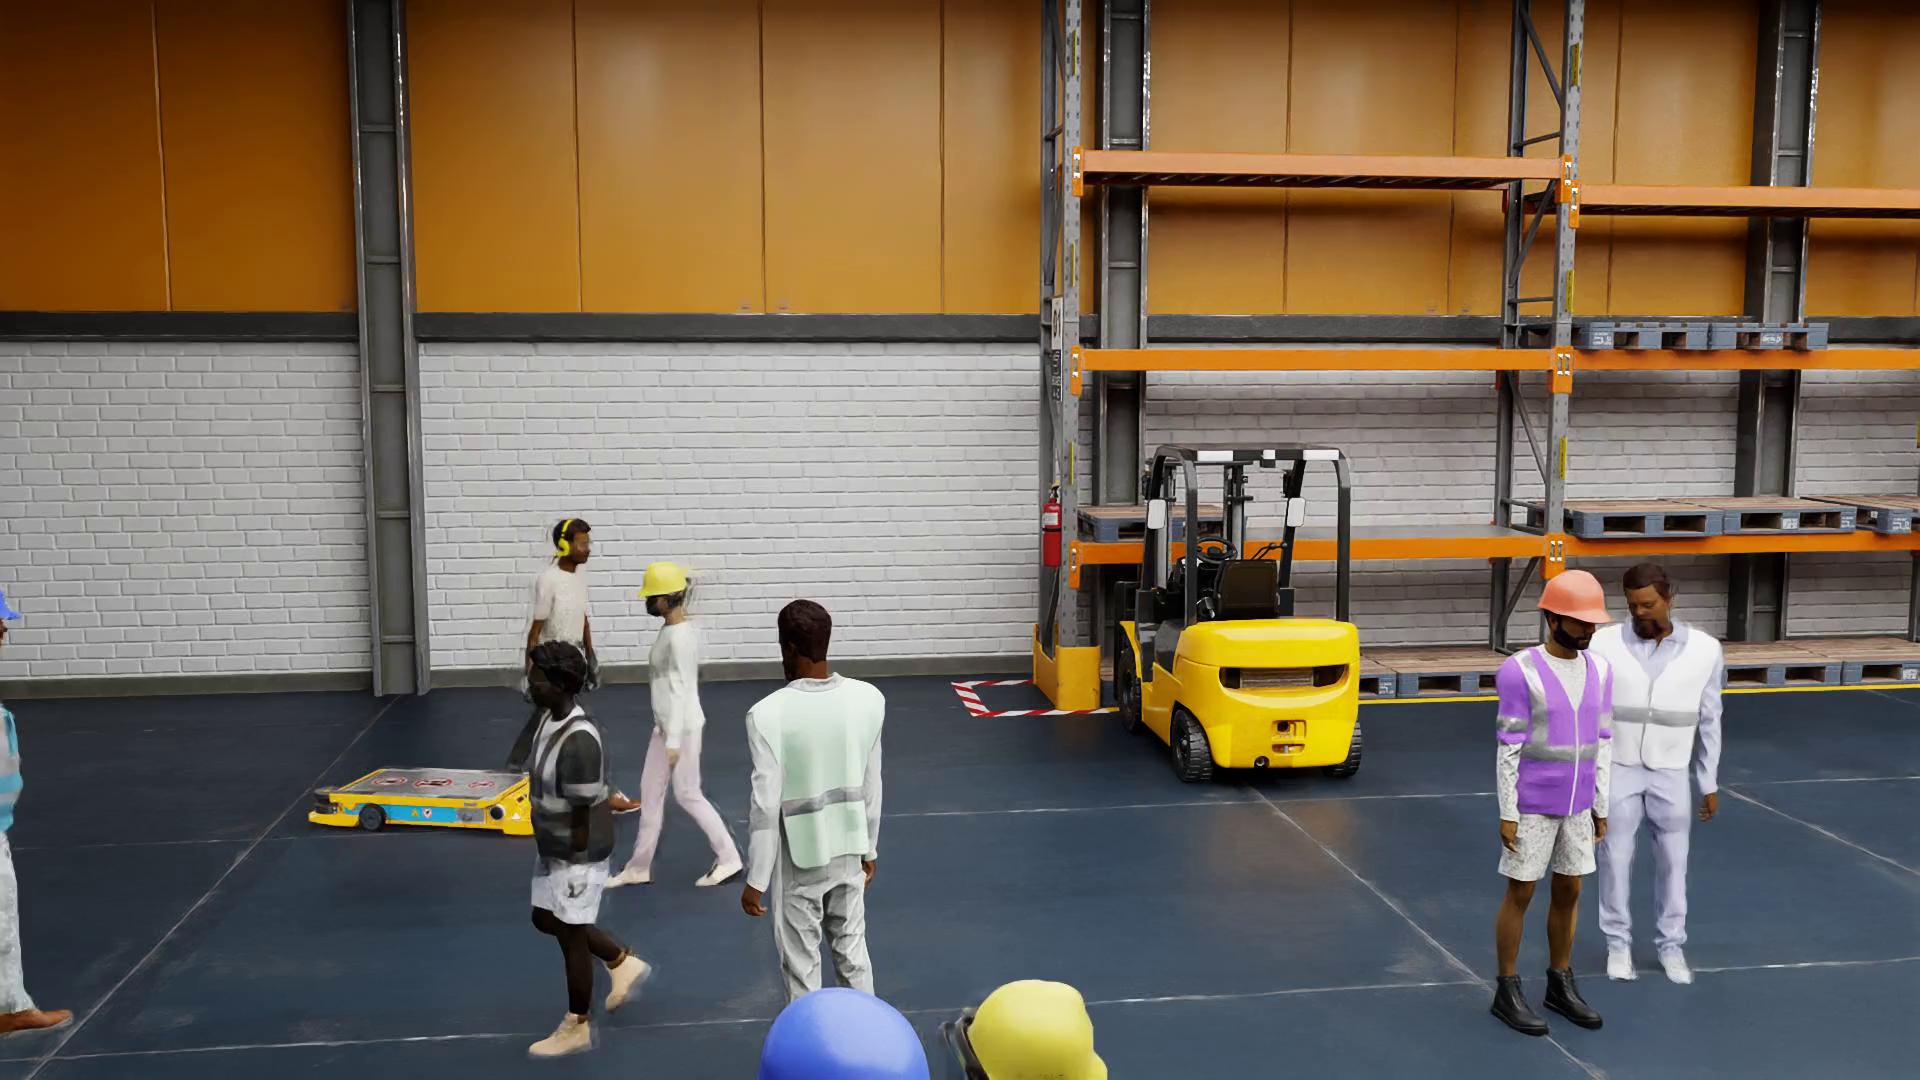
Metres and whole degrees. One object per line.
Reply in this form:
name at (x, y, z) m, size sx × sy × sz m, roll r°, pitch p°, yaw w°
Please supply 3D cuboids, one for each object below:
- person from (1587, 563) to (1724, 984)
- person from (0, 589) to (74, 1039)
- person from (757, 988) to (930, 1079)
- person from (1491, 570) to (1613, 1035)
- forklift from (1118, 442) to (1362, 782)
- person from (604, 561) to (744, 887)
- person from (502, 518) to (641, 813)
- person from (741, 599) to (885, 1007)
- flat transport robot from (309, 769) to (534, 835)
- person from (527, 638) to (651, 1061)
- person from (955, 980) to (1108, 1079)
person at (3.063, 1.044, 7.424) m, size 0.599 × 1.888 × 0.511 m, roll 2°, pitch 7°, yaw 18°
person at (-4.011, 1.111, 6.584) m, size 0.733 × 1.931 × 0.622 m, roll -5°, pitch 8°, yaw -36°
person at (-0.120, 1.587, 2.383) m, size 0.415 × 1.939 × 0.605 m, roll 4°, pitch 8°, yaw 33°
person at (2.471, 1.078, 6.876) m, size 0.546 × 1.930 × 0.389 m, roll -2°, pitch 7°, yaw -17°
forklift at (1.912, 0.418, 11.496) m, size 1.214 × 2.155 × 2.313 m, roll -1°, pitch 7°, yaw -8°
person at (-1.492, 0.968, 8.663) m, size 0.740 × 1.739 × 0.541 m, roll -2°, pitch 7°, yaw -18°
person at (-2.445, 0.762, 10.173) m, size 1.031 × 1.816 × 0.522 m, roll 2°, pitch 7°, yaw 13°
person at (-0.530, 1.170, 6.124) m, size 0.587 × 1.916 × 0.392 m, roll -6°, pitch 9°, yaw -42°
flat transport robot at (-3.065, 1.547, 9.949) m, size 1.431 × 0.197 × 0.652 m, roll 1°, pitch 7°, yaw 9°
person at (-1.508, 1.218, 6.671) m, size 0.458 × 1.681 × 0.540 m, roll -4°, pitch 7°, yaw -29°
person at (0.008, 1.626, 3.036) m, size 0.546 × 1.717 × 0.881 m, roll 6°, pitch 9°, yaw 41°
